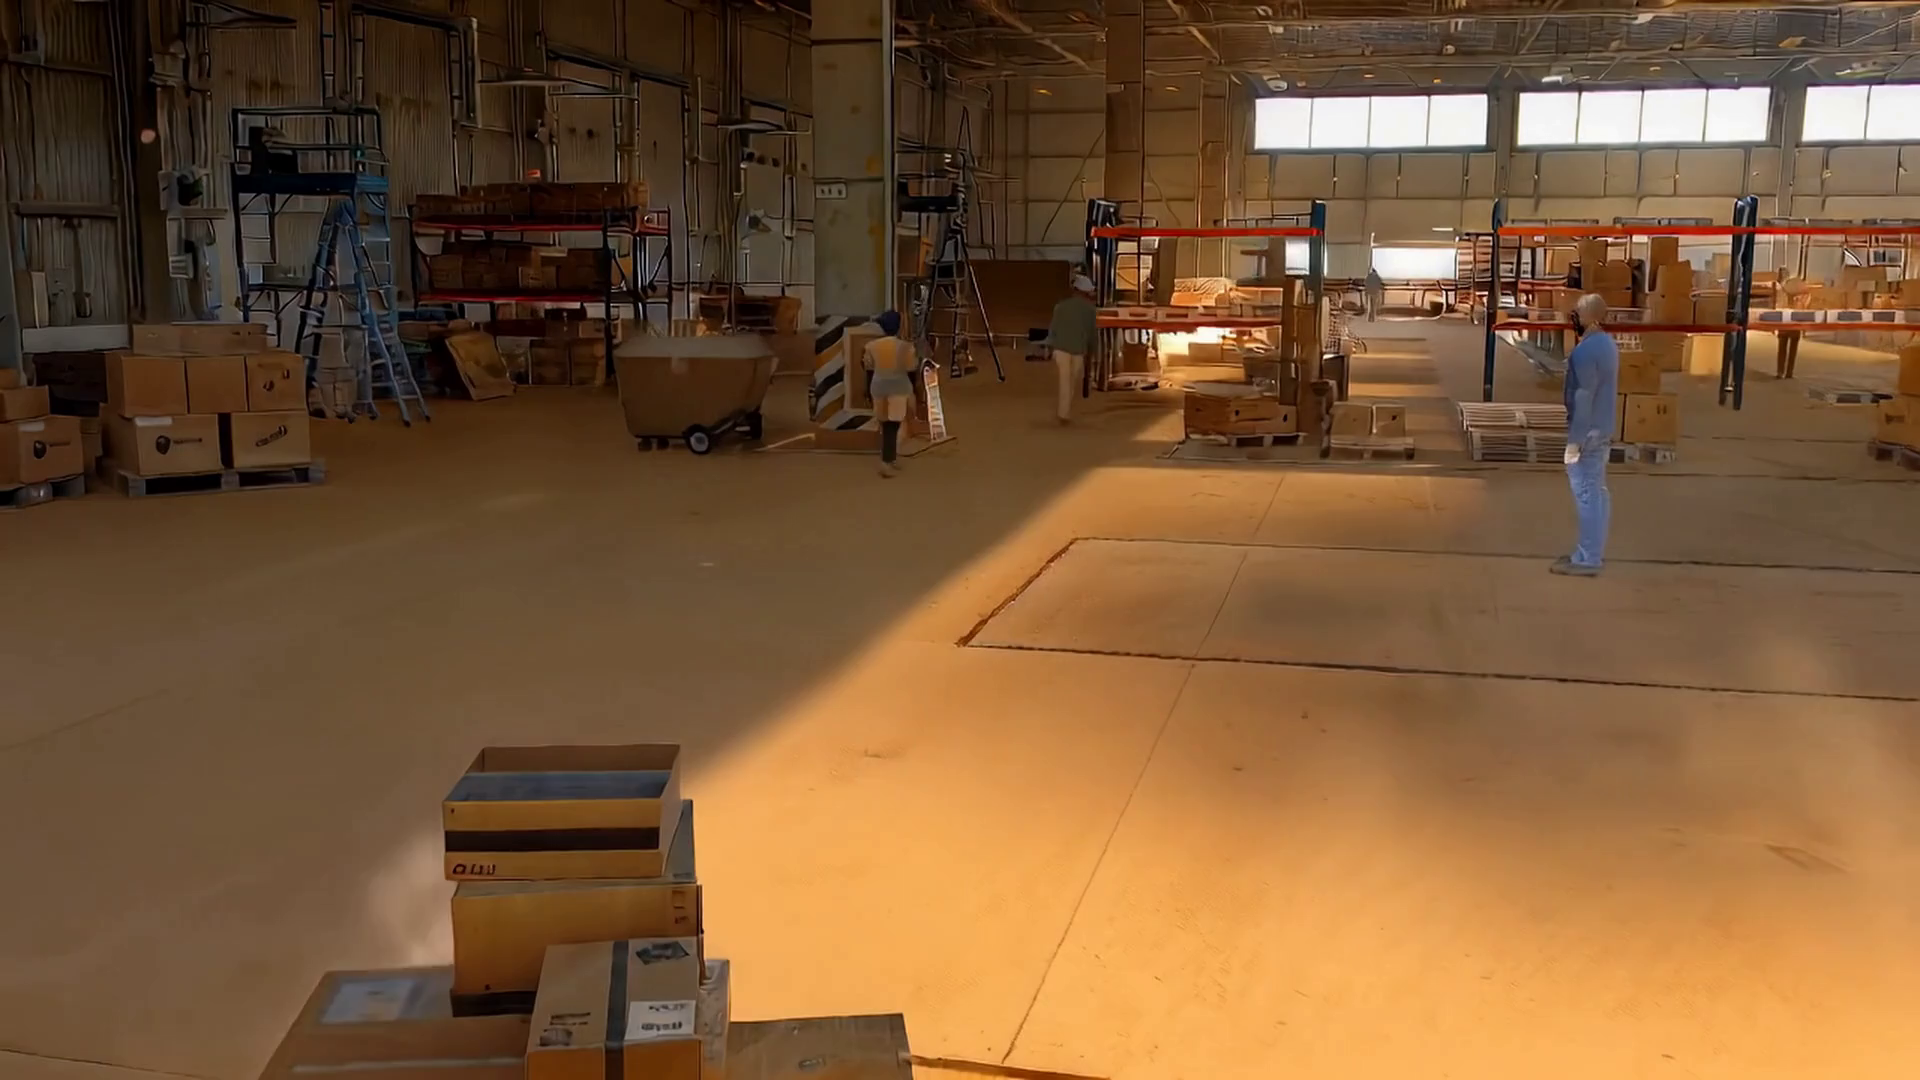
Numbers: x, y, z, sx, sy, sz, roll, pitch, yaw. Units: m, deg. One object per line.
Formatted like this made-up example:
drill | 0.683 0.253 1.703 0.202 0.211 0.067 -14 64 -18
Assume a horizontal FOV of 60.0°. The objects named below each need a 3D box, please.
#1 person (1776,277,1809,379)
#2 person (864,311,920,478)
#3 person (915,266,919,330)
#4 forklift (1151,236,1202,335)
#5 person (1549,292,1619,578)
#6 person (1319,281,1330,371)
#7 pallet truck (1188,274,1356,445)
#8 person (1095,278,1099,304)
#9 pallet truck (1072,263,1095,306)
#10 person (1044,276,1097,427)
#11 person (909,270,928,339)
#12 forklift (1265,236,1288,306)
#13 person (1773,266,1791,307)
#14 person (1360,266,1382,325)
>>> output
person | 15.054 -3.832 30.102 0.525 1.811 0.801 5 11 28
person | -0.692 -1.462 16.633 0.545 1.652 0.883 4 10 20
person | -1.248 -7.337 50.418 0.390 1.927 0.546 5 11 28
forklift | 5.866 -7.214 46.878 1.873 2.768 1.129 2 10 14
person | 4.278 -0.709 11.347 0.376 1.940 0.629 6 12 34
person | 6.926 -4.103 31.941 0.486 1.737 0.321 -5 11 -27
pallet truck | 3.653 -2.138 19.590 1.885 1.965 0.823 -4 10 -20
person | 4.174 -6.865 48.571 0.567 1.604 0.538 -4 11 -24
pallet truck | 4.325 -8.180 55.162 0.823 1.965 1.885 6 11 31
person | 1.447 -2.418 21.435 0.638 1.928 0.795 -4 10 -20
person | -1.011 -5.473 39.594 0.598 1.870 0.410 4 10 23
forklift | 9.687 -7.922 51.048 1.873 2.768 1.129 -2 10 -12
person | 23.982 -6.999 48.444 0.391 1.919 0.591 -5 11 -29
person | 13.201 -7.846 53.479 0.635 1.909 0.867 7 12 36
